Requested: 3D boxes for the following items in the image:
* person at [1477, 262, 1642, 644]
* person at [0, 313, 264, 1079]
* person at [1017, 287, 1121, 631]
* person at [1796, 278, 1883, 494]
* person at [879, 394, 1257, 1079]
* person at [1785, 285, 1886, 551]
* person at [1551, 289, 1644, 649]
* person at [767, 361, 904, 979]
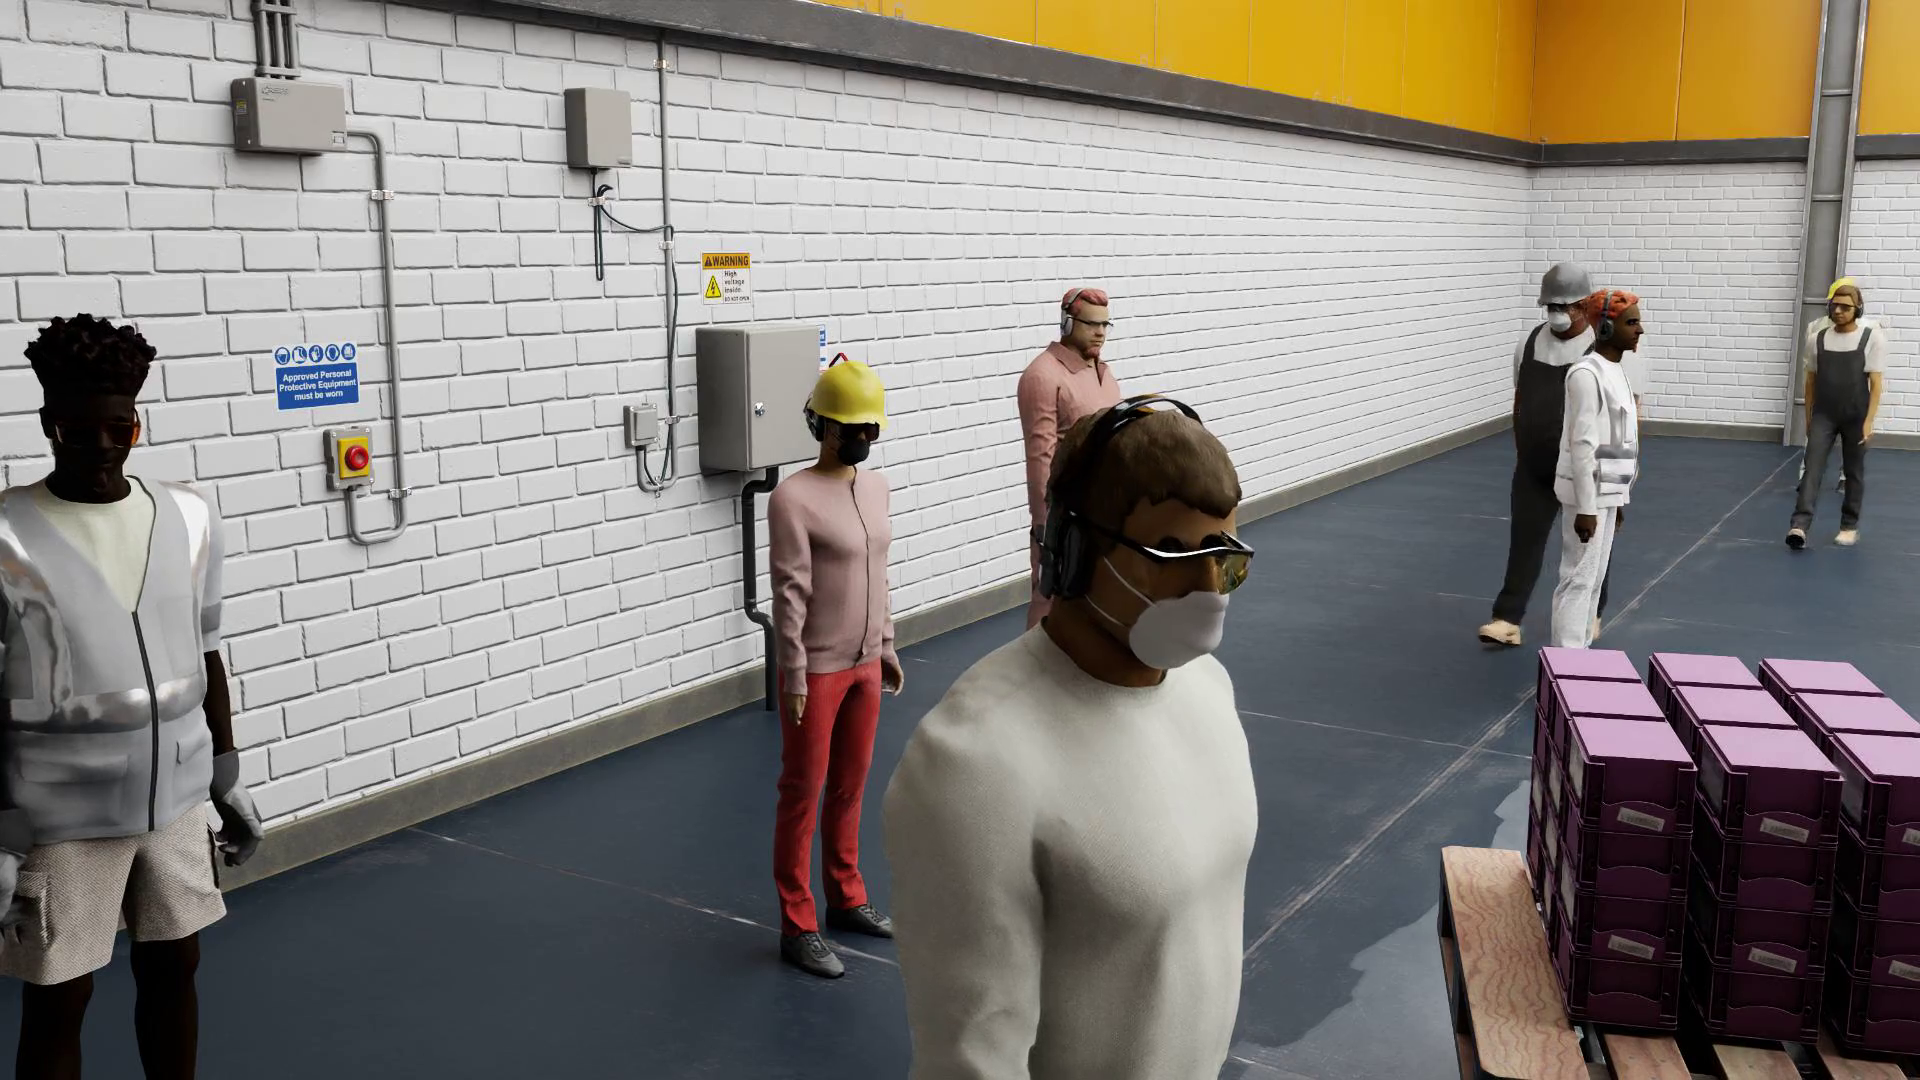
[{"bbox_3d":[3.086,-0.444,8.528,0.702,2.000,0.991,9,14,42],"label":"person"},{"bbox_3d":[-1.720,0.525,3.380,0.375,1.959,0.600,7,12,33],"label":"person"},{"bbox_3d":[0.515,-0.131,7.185,0.404,1.903,0.636,7,12,33],"label":"person"},{"bbox_3d":[7.185,-1.234,13.609,0.591,1.781,0.964,8,13,37],"label":"person"},{"bbox_3d":[0.160,0.793,1.972,0.371,1.935,0.627,7,12,33],"label":"person"},{"bbox_3d":[5.929,-0.814,11.245,0.517,1.790,0.997,9,13,40],"label":"person"},{"bbox_3d":[2.872,-0.179,7.501,0.355,1.883,0.572,7,12,33],"label":"person"},{"bbox_3d":[-0.343,0.364,4.835,0.328,1.761,0.523,7,12,33],"label":"person"}]
